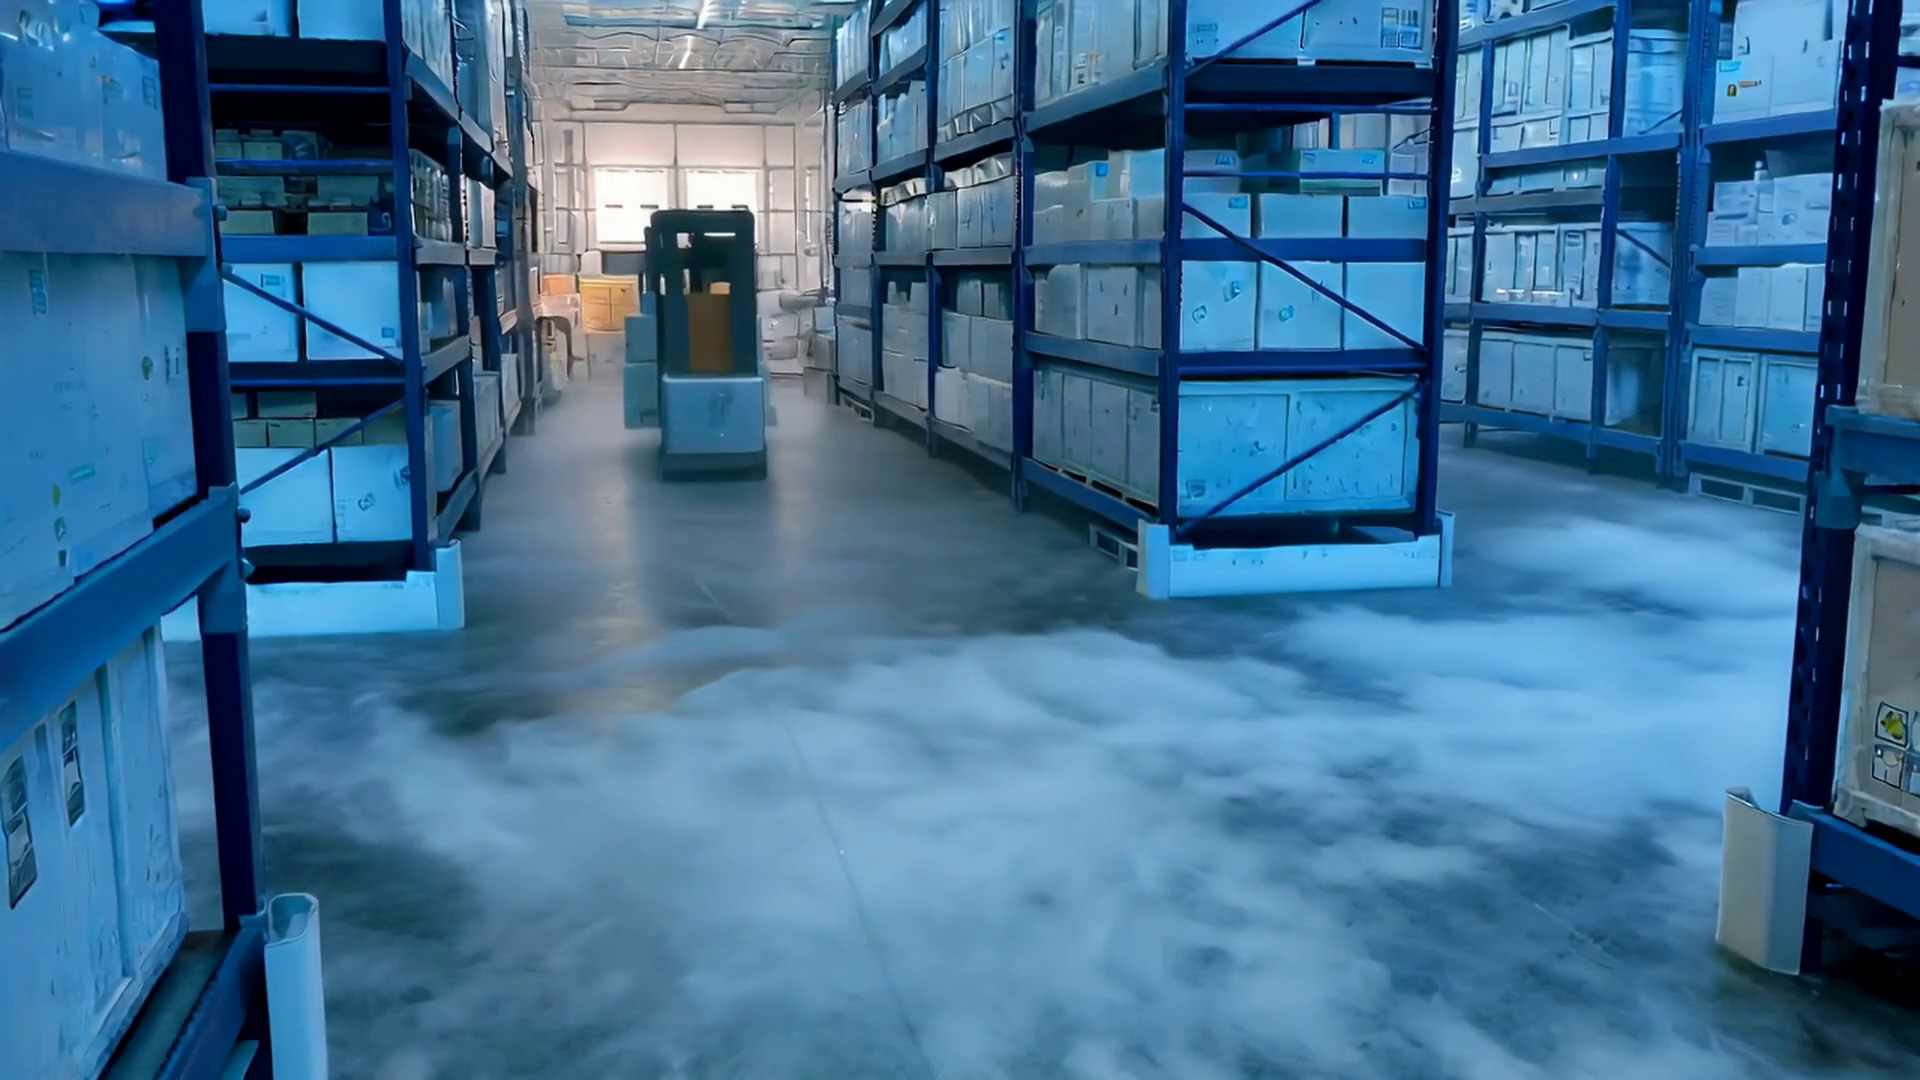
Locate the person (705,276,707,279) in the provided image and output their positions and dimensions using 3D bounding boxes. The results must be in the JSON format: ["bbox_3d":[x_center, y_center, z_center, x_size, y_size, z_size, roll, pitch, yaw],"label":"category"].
[{"bbox_3d":[-8.044,-7.410,52.890,0.629,1.927,0.464,0,9,1],"label":"person"}]

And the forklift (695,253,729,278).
[{"bbox_3d":[-6.529,-6.416,43.934,1.129,2.768,1.873,-2,10,-12],"label":"forklift"}]

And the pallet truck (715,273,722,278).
[{"bbox_3d":[-8.580,-8.986,62.280,1.885,1.965,0.823,1,9,5],"label":"pallet truck"}]

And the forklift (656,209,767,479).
[{"bbox_3d":[-2.696,-2.130,17.805,1.129,2.768,1.873,-2,10,-12],"label":"forklift"}]

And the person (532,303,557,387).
[{"bbox_3d":[-7.248,-3.277,28.711,0.855,1.595,0.516,7,11,35],"label":"person"}]

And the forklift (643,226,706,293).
[{"bbox_3d":[-4.293,-3.346,25.216,1.129,2.768,1.873,-2,10,-12],"label":"forklift"}]
